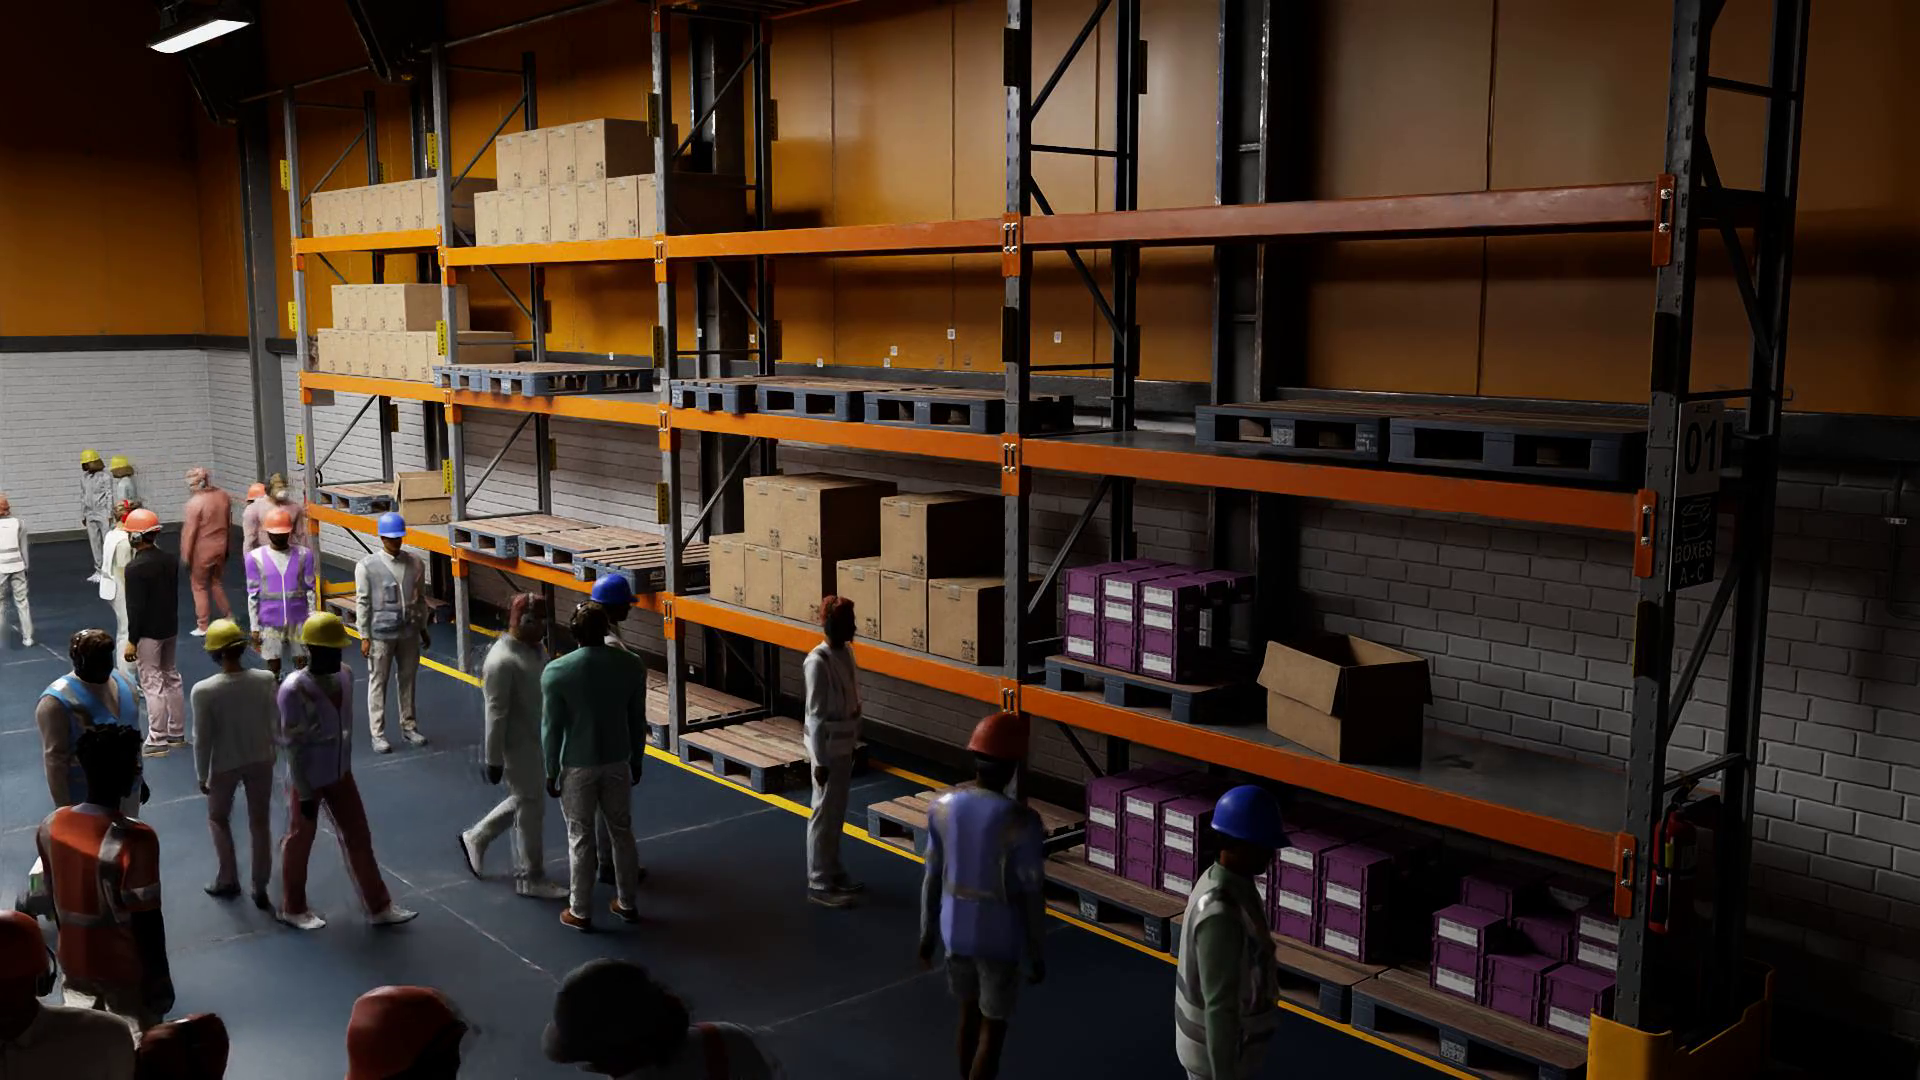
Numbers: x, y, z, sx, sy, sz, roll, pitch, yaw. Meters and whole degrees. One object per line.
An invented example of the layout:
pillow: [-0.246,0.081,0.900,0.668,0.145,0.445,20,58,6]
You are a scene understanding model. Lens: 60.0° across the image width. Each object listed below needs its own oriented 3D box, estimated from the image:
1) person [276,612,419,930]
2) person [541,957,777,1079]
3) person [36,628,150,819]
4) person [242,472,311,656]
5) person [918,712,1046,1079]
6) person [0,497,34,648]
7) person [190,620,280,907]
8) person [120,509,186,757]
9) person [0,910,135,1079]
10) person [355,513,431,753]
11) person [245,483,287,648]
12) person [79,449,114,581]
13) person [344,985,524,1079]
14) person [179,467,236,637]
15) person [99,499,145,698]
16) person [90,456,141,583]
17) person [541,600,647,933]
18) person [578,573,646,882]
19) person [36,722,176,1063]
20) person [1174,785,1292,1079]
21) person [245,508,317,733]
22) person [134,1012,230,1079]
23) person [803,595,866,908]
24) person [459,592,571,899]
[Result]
person: [-3.575,1.345,9.525,0.922,1.881,0.615,3,9,20]
person: [-0.806,1.988,4.526,0.546,2.000,0.765,5,9,29]
person: [-4.802,1.398,9.315,0.429,1.841,0.633,3,9,19]
person: [-6.984,0.260,17.061,0.598,1.929,0.652,6,10,34]
person: [0.082,1.692,7.101,0.569,1.937,0.632,5,10,32]
person: [-10.056,0.344,17.468,0.617,1.607,0.536,5,9,29]
person: [-4.370,1.339,10.058,0.556,1.748,0.554,-7,11,-40]
person: [-6.493,0.741,13.351,0.379,1.996,0.610,1,8,5]
person: [-2.629,1.991,4.709,0.616,1.986,0.407,-4,9,-24]
person: [-4.592,0.740,13.519,0.406,1.946,0.608,8,11,44]
person: [-7.317,0.268,17.527,0.355,1.737,0.578,-1,8,-7]
person: [-11.226,-0.317,21.626,0.494,1.730,0.324,2,8,15]
person: [-1.233,2.061,4.176,0.521,1.996,0.682,3,9,23]
person: [-8.180,0.139,18.000,0.451,1.882,0.671,2,9,16]
person: [-7.670,0.546,15.263,0.406,1.835,0.568,-5,10,-32]
person: [-10.608,-0.231,21.137,0.894,1.689,0.501,-3,9,-18]
person: [-2.118,1.304,9.673,0.629,1.930,0.358,-5,10,-33]
person: [-2.212,1.172,10.521,0.405,1.945,0.615,-4,9,-25]
person: [-3.443,1.705,6.784,0.605,1.957,0.372,4,9,24]
person: [0.971,1.825,5.994,0.402,1.944,0.605,2,8,12]
person: [-5.706,0.679,14.042,0.546,1.927,0.392,-4,9,-28]
person: [-1.871,2.108,4.291,0.596,1.873,0.381,6,10,36]
person: [-0.767,1.264,10.098,0.337,1.882,0.584,2,8,15]
person: [-2.773,1.247,10.255,0.744,1.874,0.665,1,8,6]
